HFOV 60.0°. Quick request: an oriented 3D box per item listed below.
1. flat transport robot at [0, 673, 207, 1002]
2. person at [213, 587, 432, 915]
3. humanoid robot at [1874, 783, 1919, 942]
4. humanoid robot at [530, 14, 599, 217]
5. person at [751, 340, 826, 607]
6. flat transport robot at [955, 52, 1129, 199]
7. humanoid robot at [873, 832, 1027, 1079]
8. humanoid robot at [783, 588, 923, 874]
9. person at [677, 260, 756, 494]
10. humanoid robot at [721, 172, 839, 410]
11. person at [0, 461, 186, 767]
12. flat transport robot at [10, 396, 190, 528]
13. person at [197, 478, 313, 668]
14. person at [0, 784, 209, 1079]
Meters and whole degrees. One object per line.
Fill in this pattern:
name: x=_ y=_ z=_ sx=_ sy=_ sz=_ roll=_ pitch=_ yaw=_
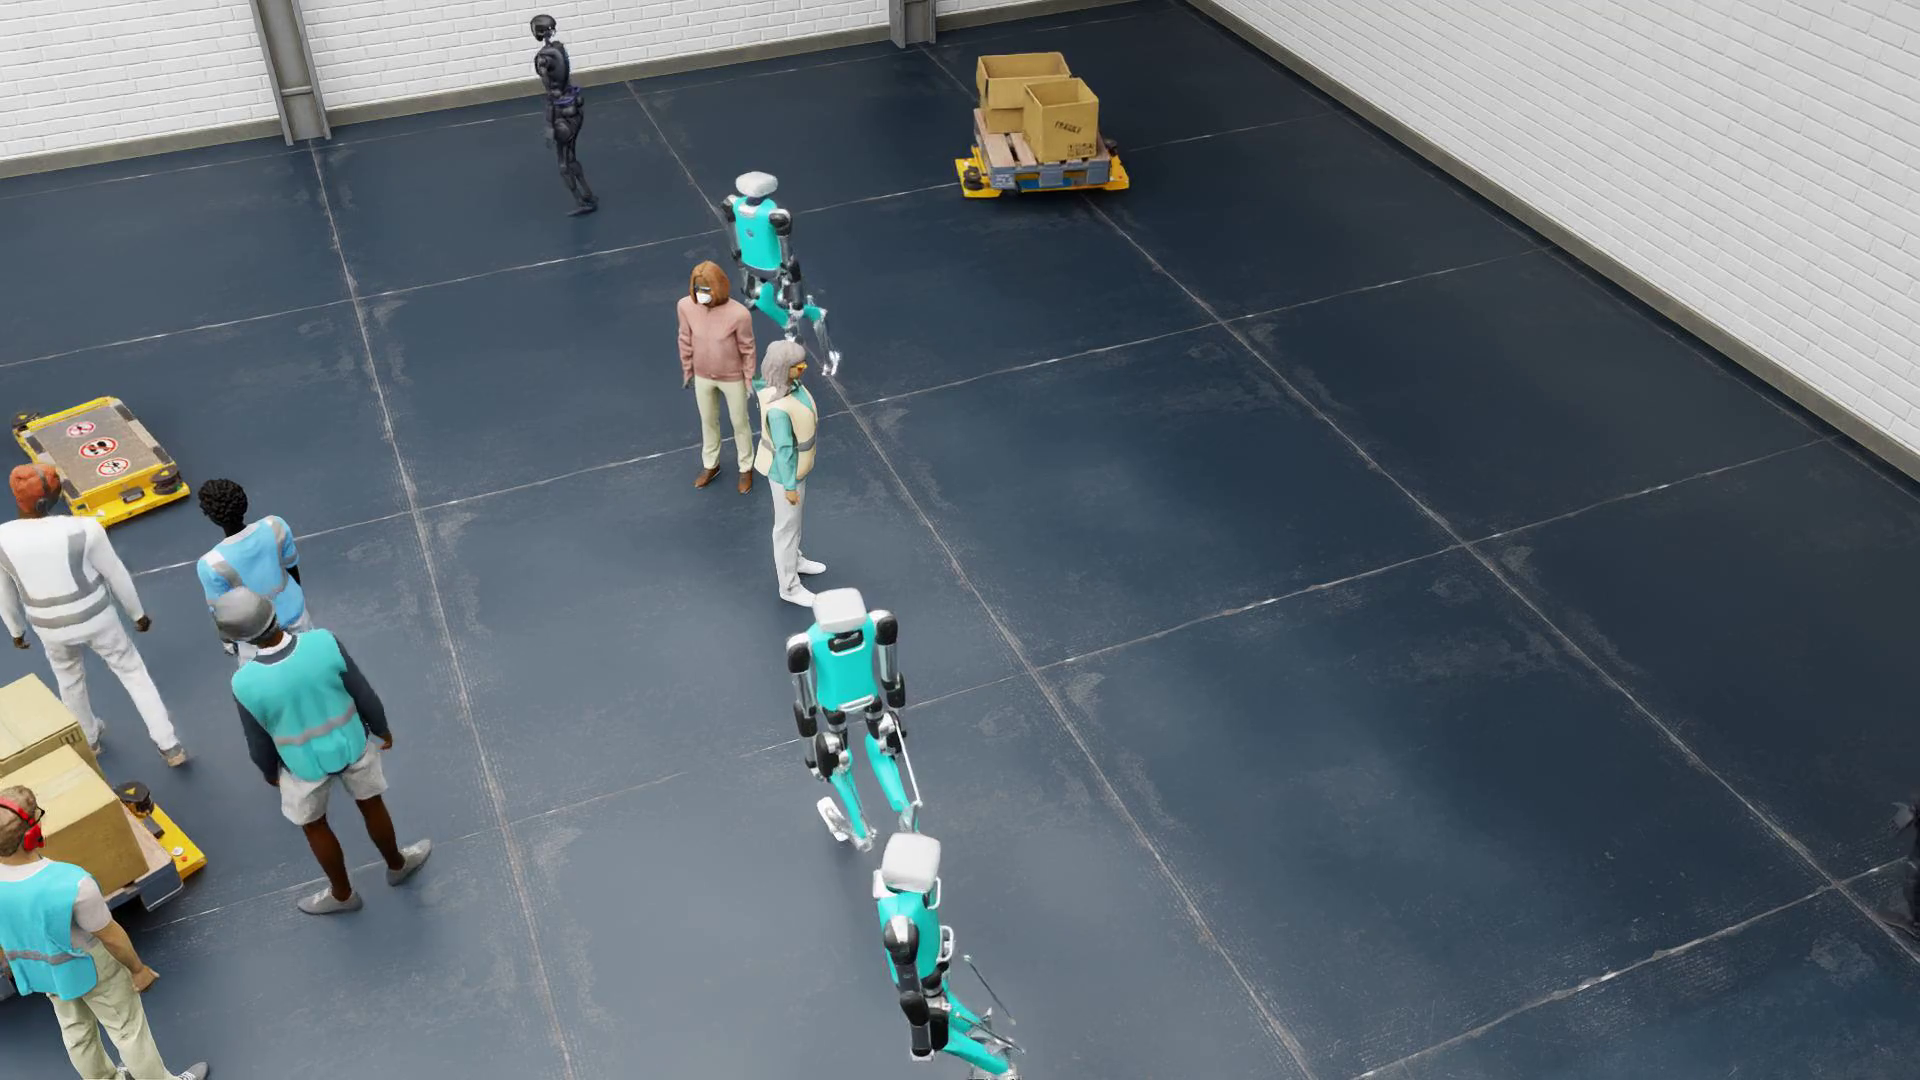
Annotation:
flat transport robot: x=-4.474 y=1.740 z=8.009 sx=0.659 sy=0.231 sz=1.431 roll=29 pitch=46 yaw=32
person: x=-2.892 y=0.956 z=7.693 sx=0.689 sy=1.903 sz=0.433 roll=-25 pitch=44 yaw=-28
humanoid robot: x=4.548 y=1.177 z=7.592 sx=0.589 sy=1.649 sz=0.335 roll=-17 pitch=41 yaw=-21
humanoid robot: x=-3.253 y=-3.494 z=13.676 sx=0.383 sy=1.644 sz=0.609 roll=4 pitch=38 yaw=5
person: x=-0.993 y=-0.397 z=9.607 sx=0.367 sy=1.710 sz=0.463 roll=1 pitch=38 yaw=1
flat transport robot: x=0.707 y=-3.239 z=14.489 sx=1.431 sy=0.231 sz=0.659 roll=-5 pitch=38 yaw=-6
humanoid robot: x=0.019 y=1.861 z=6.682 sx=0.690 sy=1.823 sz=0.547 roll=1 pitch=38 yaw=1
humanoid robot: x=-0.451 y=1.026 z=7.734 sx=0.559 sy=1.752 sz=0.995 roll=-15 pitch=40 yaw=-18
person: x=-1.515 y=-1.022 z=10.482 sx=0.500 sy=1.632 sz=0.281 roll=9 pitch=38 yaw=12
humanoid robot: x=-1.121 y=-1.775 z=11.428 sx=0.530 sy=1.820 sz=0.888 roll=24 pitch=44 yaw=28
person: x=-4.492 y=0.420 z=8.428 sx=0.663 sy=1.874 sz=0.570 roll=-11 pitch=39 yaw=-15
flat transport robot: x=-5.700 y=-0.550 z=10.989 sx=0.659 sy=0.231 sz=1.431 roll=-28 pitch=46 yaw=-32
person: x=-3.585 y=0.404 z=8.579 sx=0.317 sy=1.693 sz=0.533 roll=24 pitch=44 yaw=28
person: x=-3.579 y=1.727 z=6.734 sx=0.565 sy=1.842 sz=0.390 roll=5 pitch=38 yaw=6
